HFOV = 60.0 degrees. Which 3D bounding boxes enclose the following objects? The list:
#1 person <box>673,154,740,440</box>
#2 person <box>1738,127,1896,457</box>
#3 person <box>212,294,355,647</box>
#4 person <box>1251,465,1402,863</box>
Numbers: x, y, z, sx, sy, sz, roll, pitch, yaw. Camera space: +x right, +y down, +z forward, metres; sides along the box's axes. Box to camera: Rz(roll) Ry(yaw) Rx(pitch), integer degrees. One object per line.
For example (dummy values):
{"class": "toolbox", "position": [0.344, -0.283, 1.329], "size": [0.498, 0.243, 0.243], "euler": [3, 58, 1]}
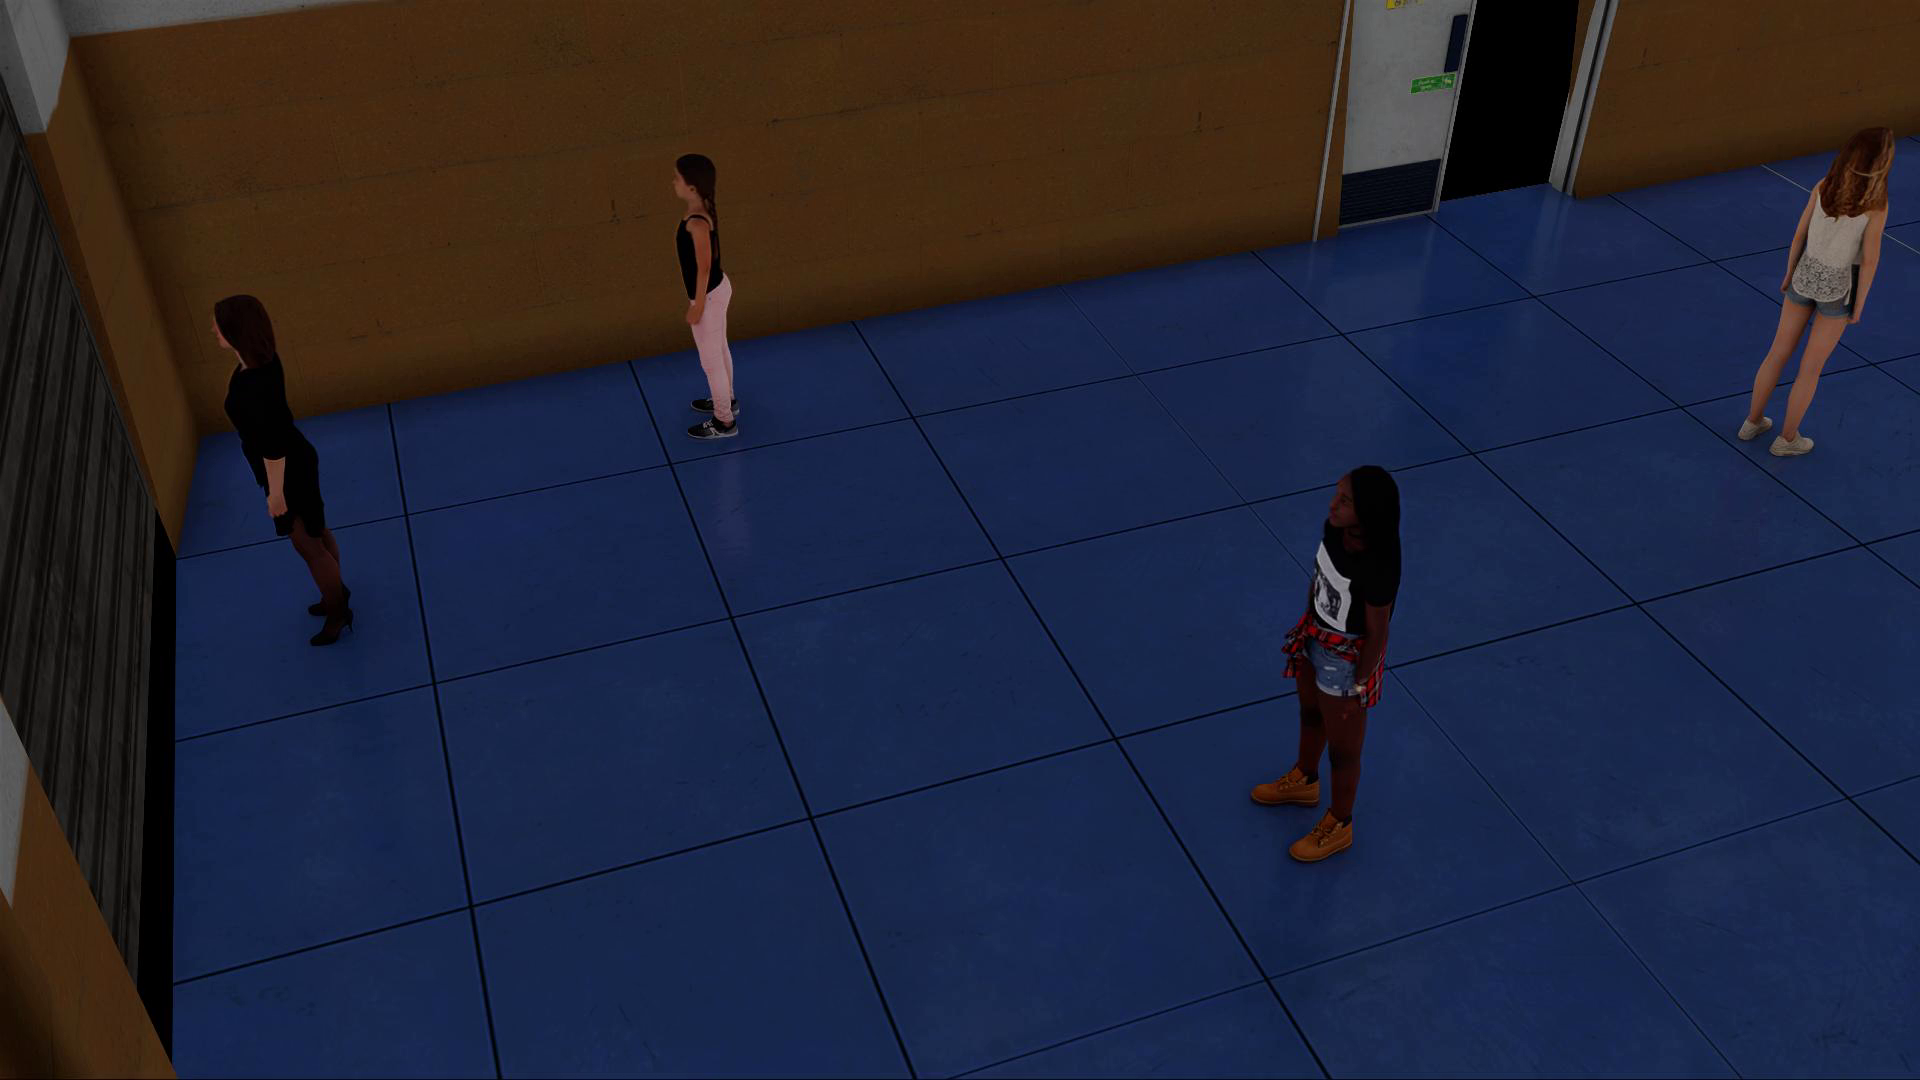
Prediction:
{"class": "person", "position": [-1.292, -1.249, 8.509], "size": [0.668, 1.565, 0.558], "euler": [1, 37, 1]}
{"class": "person", "position": [4.298, -1.229, 8.321], "size": [0.684, 1.759, 0.525], "euler": [-21, 42, -26]}
{"class": "person", "position": [-2.864, -0.286, 7.095], "size": [0.653, 1.706, 0.443], "euler": [-10, 38, -13]}
{"class": "person", "position": [1.389, 0.448, 6.112], "size": [0.669, 1.728, 0.539], "euler": [-10, 38, -13]}
